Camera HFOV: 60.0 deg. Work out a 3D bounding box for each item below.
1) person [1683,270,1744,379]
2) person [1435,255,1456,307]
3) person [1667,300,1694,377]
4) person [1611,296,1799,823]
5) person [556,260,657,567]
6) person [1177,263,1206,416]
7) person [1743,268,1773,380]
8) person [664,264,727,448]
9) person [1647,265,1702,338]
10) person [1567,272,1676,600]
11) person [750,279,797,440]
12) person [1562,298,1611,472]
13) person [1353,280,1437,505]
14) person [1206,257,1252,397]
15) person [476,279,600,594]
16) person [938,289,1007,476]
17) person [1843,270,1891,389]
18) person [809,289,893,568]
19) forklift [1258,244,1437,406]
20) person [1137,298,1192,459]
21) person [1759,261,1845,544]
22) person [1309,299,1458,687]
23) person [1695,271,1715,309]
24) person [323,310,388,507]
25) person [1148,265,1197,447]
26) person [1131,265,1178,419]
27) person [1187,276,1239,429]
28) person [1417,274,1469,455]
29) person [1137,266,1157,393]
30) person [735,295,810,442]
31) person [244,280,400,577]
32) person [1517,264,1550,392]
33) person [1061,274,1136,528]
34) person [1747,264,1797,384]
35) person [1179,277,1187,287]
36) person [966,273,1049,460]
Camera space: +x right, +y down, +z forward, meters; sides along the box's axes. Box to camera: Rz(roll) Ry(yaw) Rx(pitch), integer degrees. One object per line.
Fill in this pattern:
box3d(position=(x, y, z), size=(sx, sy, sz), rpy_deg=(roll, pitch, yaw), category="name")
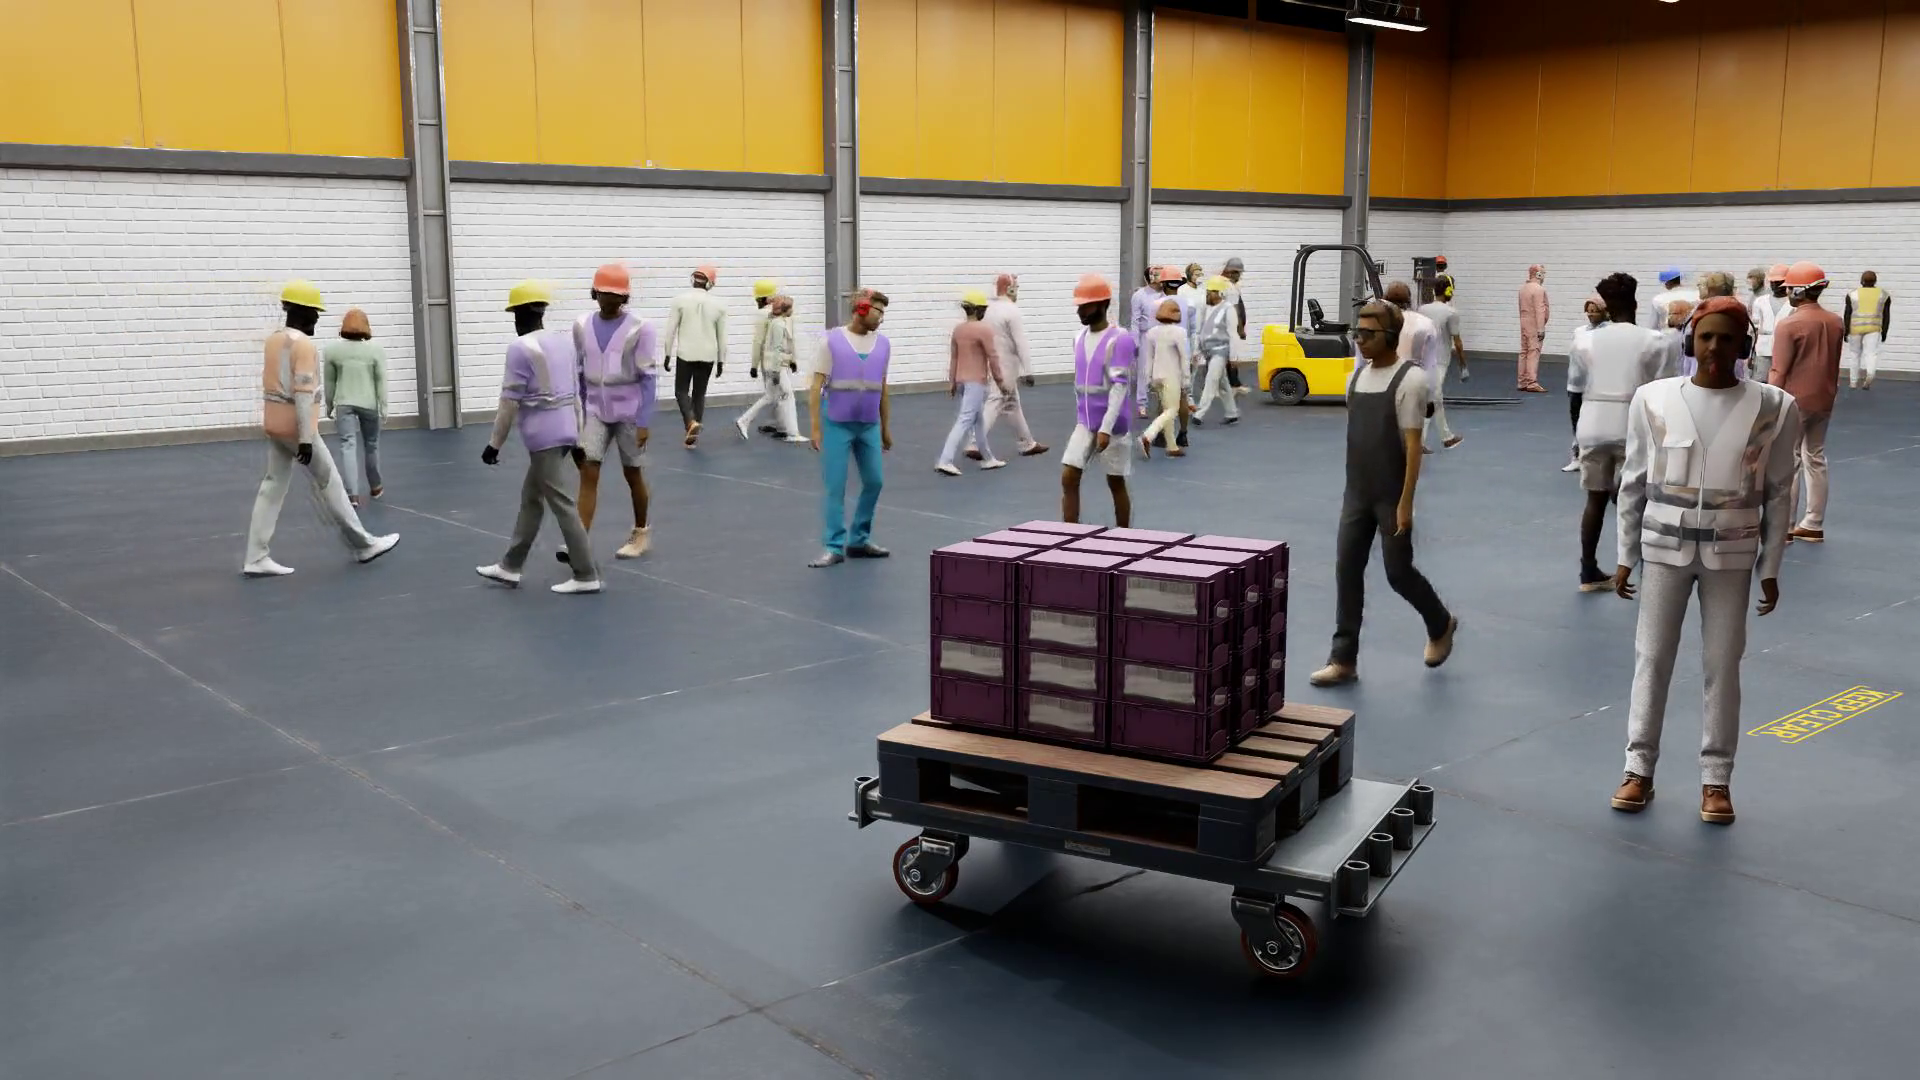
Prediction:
box3d(position=(6.159, -1.260, 13.692), size=(0.875, 1.914, 0.643), rpy_deg=(0, 10, -2), category="person")
box3d(position=(9.144, -4.413, 31.774), size=(0.611, 2.040, 0.393), rpy_deg=(-1, 10, -5), category="person")
box3d(position=(6.527, -1.363, 15.127), size=(0.283, 1.627, 0.496), rpy_deg=(6, 11, 32), category="person")
box3d(position=(2.656, 0.071, 5.983), size=(0.574, 1.884, 0.356), rpy_deg=(5, 11, 27), category="person")
box3d(position=(-2.303, -0.801, 10.799), size=(0.633, 1.985, 1.004), rpy_deg=(3, 10, 16), category="person")
box3d(position=(2.931, -2.556, 21.200), size=(0.354, 1.937, 0.635), rpy_deg=(7, 12, 36), category="person")
box3d(position=(9.975, -2.444, 20.755), size=(0.991, 1.864, 0.638), rpy_deg=(1, 10, 5), category="person")
box3d(position=(-2.757, -1.920, 17.458), size=(0.673, 1.944, 0.657), rpy_deg=(-3, 10, -18), category="person")
box3d(position=(8.402, -2.262, 19.578), size=(0.716, 1.910, 0.397), rpy_deg=(4, 11, 23), category="person")
box3d(position=(3.923, -0.619, 9.900), size=(0.621, 1.928, 0.449), rpy_deg=(7, 12, 34), category="person")
box3d(position=(-2.118, -1.996, 18.405), size=(0.576, 1.774, 0.637), rpy_deg=(5, 11, 27), category="person")
box3d(position=(5.893, -1.425, 15.459), size=(0.310, 1.638, 0.523), rpy_deg=(-8, 12, -38), category="person")
box3d(position=(3.424, -1.124, 13.127), size=(0.651, 1.831, 0.448), rpy_deg=(3, 10, 19), category="person")
box3d(position=(3.917, -3.065, 23.884), size=(0.858, 2.000, 0.691), rpy_deg=(0, 10, 2), category="person")
box3d(position=(-2.587, -0.608, 9.960), size=(0.934, 1.873, 0.578), rpy_deg=(2, 10, 14), category="person")
box3d(position=(0.102, -1.463, 15.460), size=(0.917, 1.722, 0.536), rpy_deg=(-7, 12, -35), category="person")
box3d(position=(13.792, -3.195, 25.321), size=(0.628, 1.818, 0.832), rpy_deg=(4, 11, 23), category="person")
box3d(position=(-0.749, -0.734, 10.949), size=(0.683, 1.812, 0.393), rpy_deg=(-6, 11, -31), category="person")
box3d(position=(5.256, -2.933, 22.661), size=(2.313, 2.155, 1.214), rpy_deg=(3, 10, 16), category="forklift")
box3d(position=(2.023, -1.594, 16.527), size=(0.712, 1.611, 0.504), rpy_deg=(-7, 12, -35), category="person")
box3d(position=(5.903, -0.953, 11.696), size=(0.617, 1.990, 0.400), rpy_deg=(-4, 10, -22), category="person")
box3d(position=(2.030, -0.224, 7.883), size=(0.787, 1.826, 0.519), rpy_deg=(-7, 12, -35), category="person")
box3d(position=(7.796, -1.872, 17.424), size=(0.993, 1.852, 0.660), rpy_deg=(-2, 10, -13), category="person")
box3d(position=(-4.928, -1.083, 13.594), size=(0.516, 1.582, 0.859), rpy_deg=(-2, 10, -13), category="person")
box3d(position=(2.235, -1.944, 17.667), size=(0.541, 1.930, 0.385), rpy_deg=(-2, 10, -13), category="person")
box3d(position=(2.453, -2.471, 20.782), size=(0.651, 1.913, 0.410), rpy_deg=(-3, 10, -17), category="person")
box3d(position=(2.966, -2.202, 19.564), size=(0.933, 1.785, 0.590), rpy_deg=(-4, 11, -24), category="person")
box3d(position=(4.964, -1.786, 17.008), size=(0.924, 1.825, 0.566), rpy_deg=(-6, 11, -30), category="person")
box3d(position=(2.839, -3.117, 24.677), size=(0.514, 1.876, 0.328), rpy_deg=(9, 13, 42), category="person")
box3d(position=(-2.060, -1.857, 18.097), size=(0.744, 1.604, 0.554), rpy_deg=(-1, 10, -8), category="person")
box3d(position=(-4.173, -0.714, 10.635), size=(0.605, 1.861, 1.019), rpy_deg=(9, 13, 43), category="person")
box3d(position=(8.573, -3.158, 24.817), size=(0.410, 1.911, 0.641), rpy_deg=(-1, 10, -6), category="person")
box3d(position=(0.831, -0.735, 10.660), size=(0.810, 1.902, 0.546), rpy_deg=(-9, 13, -42), category="person")
box3d(position=(8.951, -2.057, 18.281), size=(0.552, 1.936, 0.358), rpy_deg=(8, 12, 39), category="person")
box3d(position=(3.545, -3.392, 26.826), size=(0.529, 1.691, 0.318), rpy_deg=(4, 11, 23), category="person")
box3d(position=(0.467, -1.722, 16.581), size=(1.017, 1.853, 0.667), rpy_deg=(-5, 11, -27), category="person")
